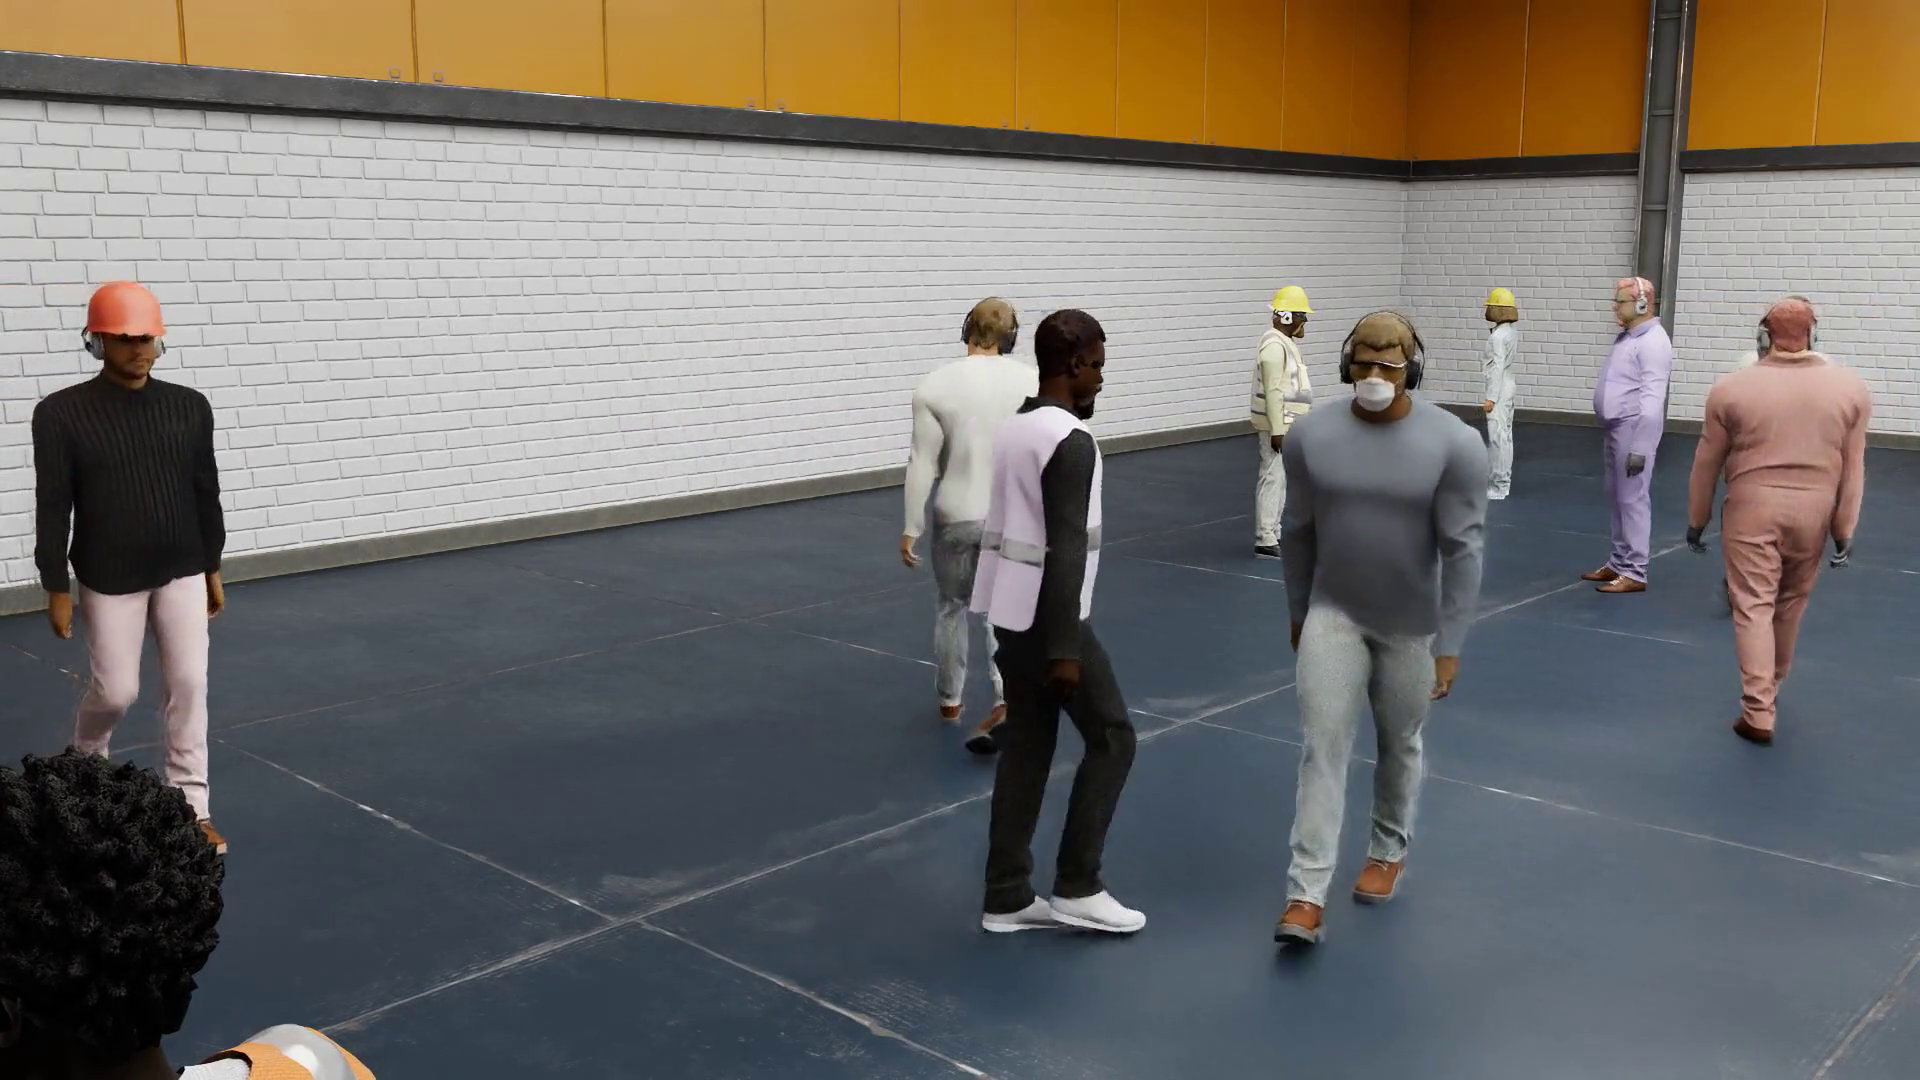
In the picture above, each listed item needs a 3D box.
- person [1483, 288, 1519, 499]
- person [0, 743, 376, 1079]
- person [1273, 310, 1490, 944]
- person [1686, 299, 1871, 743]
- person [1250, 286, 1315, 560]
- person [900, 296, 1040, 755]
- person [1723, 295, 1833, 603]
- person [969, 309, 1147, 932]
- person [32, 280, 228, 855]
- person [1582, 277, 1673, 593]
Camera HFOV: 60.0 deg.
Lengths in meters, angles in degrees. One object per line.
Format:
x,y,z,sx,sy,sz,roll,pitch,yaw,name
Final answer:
4.455,-1.210,13.815,0.294,1.744,0.484,6,11,29,person
-0.658,0.998,1.398,0.320,1.694,0.531,3,10,18,person
1.228,0.268,4.986,0.633,1.886,0.950,5,11,25,person
3.500,-0.105,7.201,0.654,1.856,0.903,2,10,11,person
2.159,-0.784,11.177,0.403,1.825,0.596,4,11,19,person
0.101,-0.067,6.942,0.681,1.887,0.943,-2,10,-9,person
4.659,-0.486,9.519,0.861,1.818,0.517,-8,13,-37,person
0.326,0.256,5.044,0.644,1.887,0.623,-3,10,-18,person
-2.869,0.092,5.754,0.800,1.973,0.631,9,13,42,person
4.030,-0.625,10.063,0.395,1.902,0.694,1,10,6,person
